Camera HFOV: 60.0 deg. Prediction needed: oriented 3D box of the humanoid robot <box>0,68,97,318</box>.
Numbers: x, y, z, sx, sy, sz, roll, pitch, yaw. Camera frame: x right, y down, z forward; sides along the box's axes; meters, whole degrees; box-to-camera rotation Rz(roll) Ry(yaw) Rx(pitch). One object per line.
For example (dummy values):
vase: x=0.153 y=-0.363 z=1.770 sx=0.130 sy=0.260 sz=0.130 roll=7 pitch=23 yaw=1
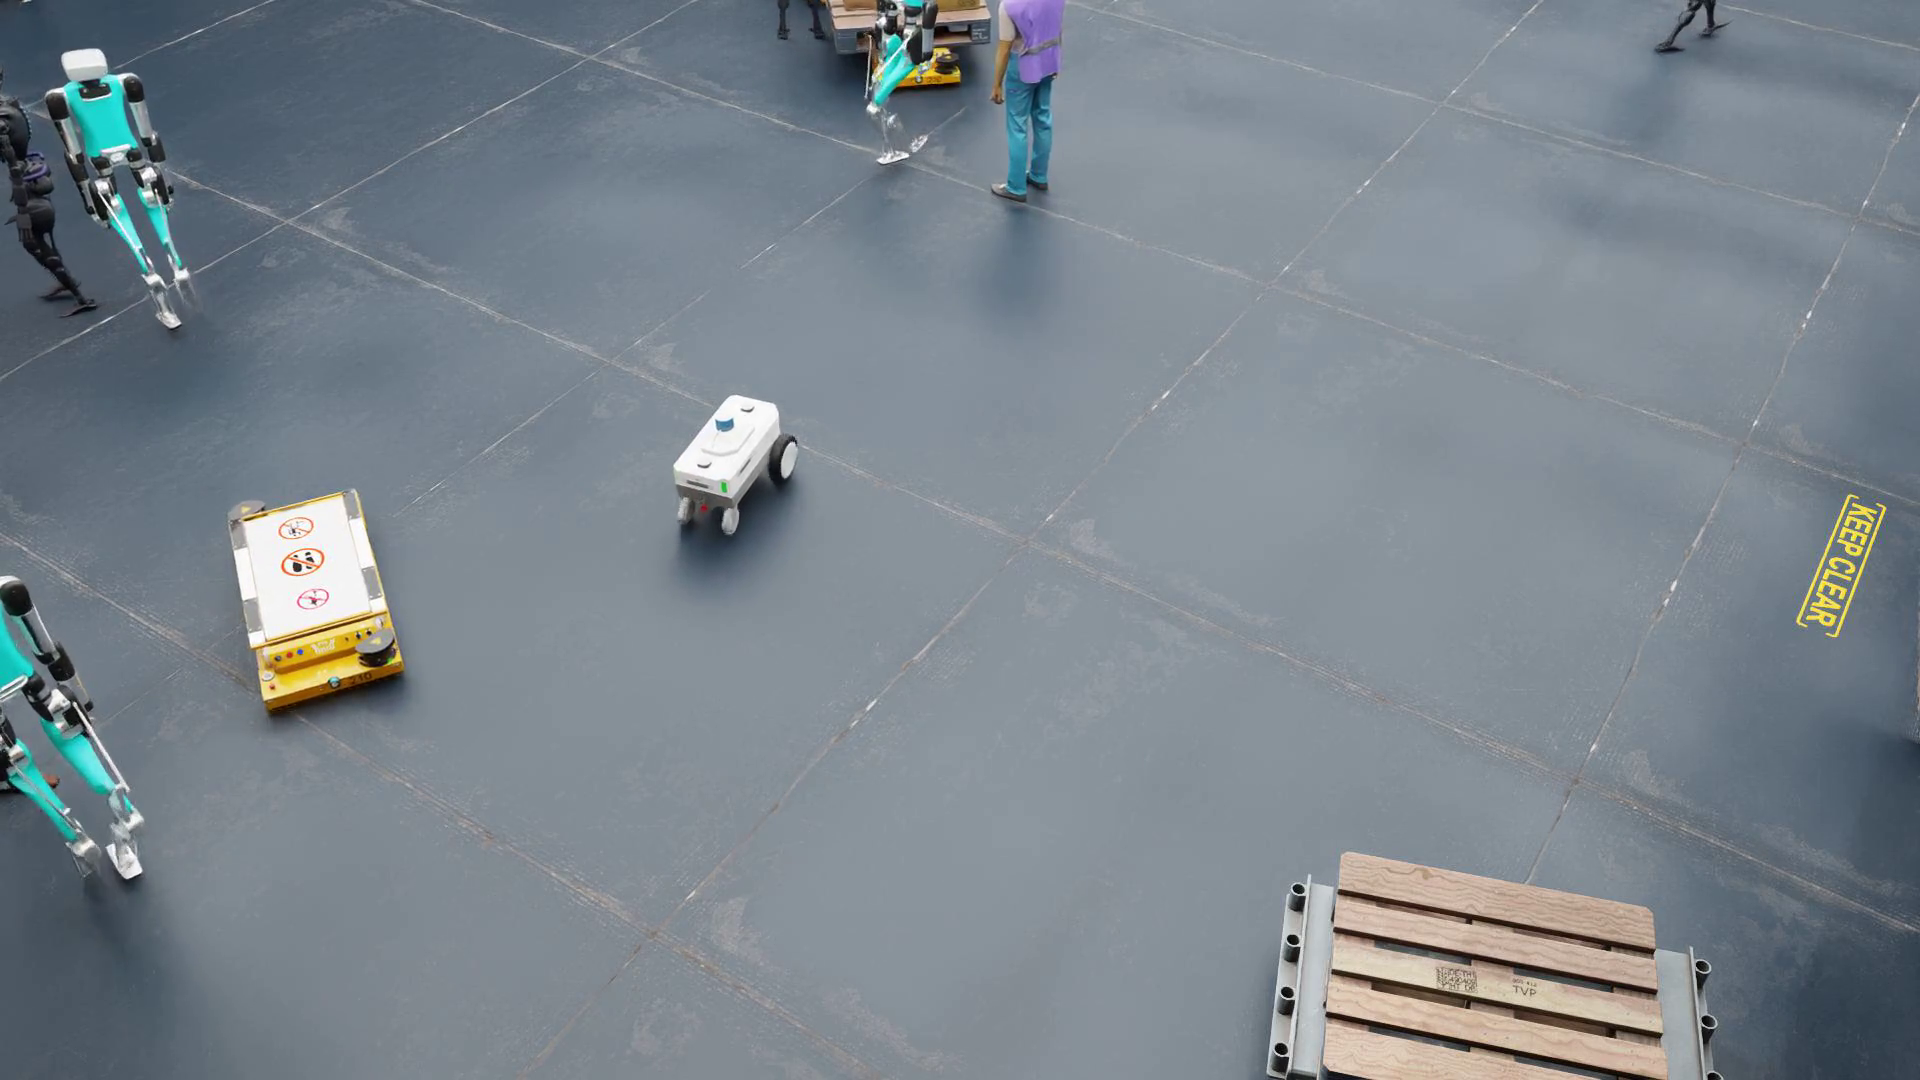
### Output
humanoid robot: x=-5.646 y=-2.098 z=10.067 sx=0.339 sy=1.656 sz=0.589 roll=-19 pitch=45 yaw=-20

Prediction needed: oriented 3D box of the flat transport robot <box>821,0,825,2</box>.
flat transport robot: x=-0.842 y=-5.042 z=14.422 sx=1.431 sy=0.231 sz=0.659 roll=-33 pitch=51 yaw=-31

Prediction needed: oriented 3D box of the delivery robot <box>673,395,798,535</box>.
delivery robot: x=-1.255 y=-0.455 z=9.069 sx=0.499 sy=0.589 sz=0.784 roll=14 pitch=44 yaw=15

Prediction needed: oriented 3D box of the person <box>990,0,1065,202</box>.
person: x=0.452 y=-3.123 z=11.102 sx=0.562 sy=1.833 sz=0.423 roll=-30 pitch=50 yaw=-29

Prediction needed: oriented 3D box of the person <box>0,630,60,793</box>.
person: x=-4.455 y=0.356 z=7.172 sx=0.544 sy=1.885 sz=0.676 roll=-1 pitch=42 yaw=-1

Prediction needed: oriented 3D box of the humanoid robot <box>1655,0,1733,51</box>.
humanoid robot: x=5.939 y=-4.630 z=12.926 sx=0.754 sy=1.625 sz=0.596 roll=-10 pitch=43 yaw=-11

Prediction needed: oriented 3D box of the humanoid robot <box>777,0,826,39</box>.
humanoid robot: x=-1.306 y=-4.747 z=13.031 sx=0.602 sy=1.650 sz=0.324 roll=-8 pitch=42 yaw=-9

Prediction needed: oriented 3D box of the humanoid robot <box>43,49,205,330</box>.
humanoid robot: x=-4.870 y=-1.945 z=9.891 sx=0.546 sy=1.851 sz=0.699 roll=-25 pitch=48 yaw=-26

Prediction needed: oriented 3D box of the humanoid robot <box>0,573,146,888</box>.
humanoid robot: x=-3.658 y=0.900 z=6.704 sx=0.705 sy=1.835 sz=0.559 roll=31 pitch=50 yaw=30

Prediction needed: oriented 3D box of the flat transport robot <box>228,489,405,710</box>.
flat transport robot: x=-3.314 y=0.241 z=8.509 sx=0.659 sy=0.231 sz=1.431 roll=-16 pitch=44 yaw=-18

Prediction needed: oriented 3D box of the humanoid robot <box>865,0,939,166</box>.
humanoid robot: x=-0.509 y=-3.351 z=11.455 sx=0.556 sy=1.785 sz=0.865 roll=32 pitch=51 yaw=31

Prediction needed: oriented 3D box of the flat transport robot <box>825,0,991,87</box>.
flat transport robot: x=-0.429 y=-4.028 z=13.287 sx=0.659 sy=0.231 sz=1.431 roll=-6 pitch=42 yaw=-7
